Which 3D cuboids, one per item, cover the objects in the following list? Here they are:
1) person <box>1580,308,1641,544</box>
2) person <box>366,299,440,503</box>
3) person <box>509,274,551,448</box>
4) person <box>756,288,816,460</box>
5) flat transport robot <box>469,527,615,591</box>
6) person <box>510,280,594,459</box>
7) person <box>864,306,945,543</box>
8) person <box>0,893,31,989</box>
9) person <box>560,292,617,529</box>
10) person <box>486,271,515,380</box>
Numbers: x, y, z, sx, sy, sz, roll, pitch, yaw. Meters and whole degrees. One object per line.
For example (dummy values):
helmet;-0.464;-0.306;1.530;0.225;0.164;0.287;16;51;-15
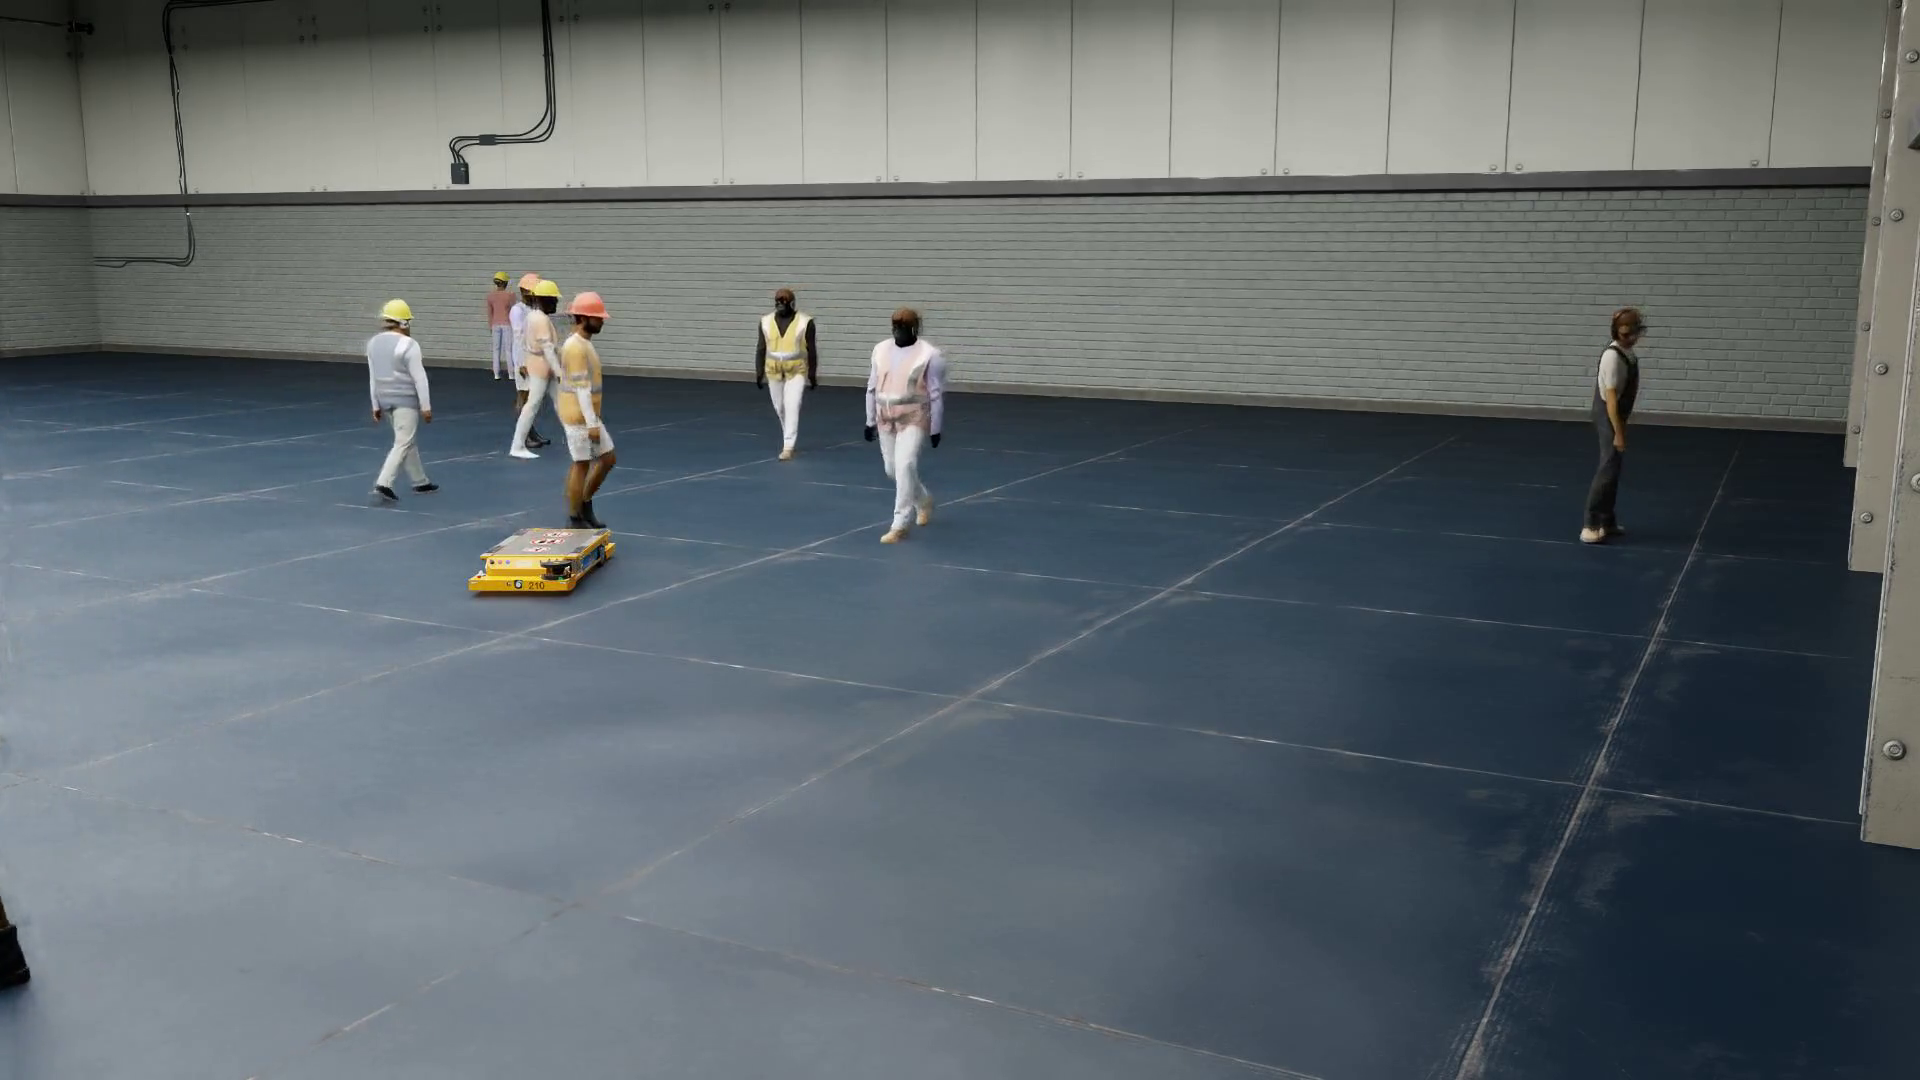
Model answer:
person;5.038;-0.873;12.790;0.340;1.802;0.662;6;12;29
person;-4.982;-1.240;14.780;0.606;1.797;0.885;6;12;30
person;-4.781;-1.994;18.533;0.384;1.927;0.544;1;10;8
person;-1.845;-1.789;17.756;0.640;1.809;0.925;2;11;10
flat transport robot;-2.869;0.118;11.529;0.652;0.197;1.431;0;10;1
person;-4.320;-1.788;17.552;0.996;1.873;0.596;-1;10;-8
person;-0.405;-0.922;13.014;0.620;1.818;0.848;7;12;32
person;-3.218;0.536;4.800;0.574;1.896;0.930;8;13;36
person;-2.889;-0.957;12.902;0.439;1.915;0.547;0;10;1
person;-7.418;-3.470;27.016;0.525;1.769;0.314;2;11;11
